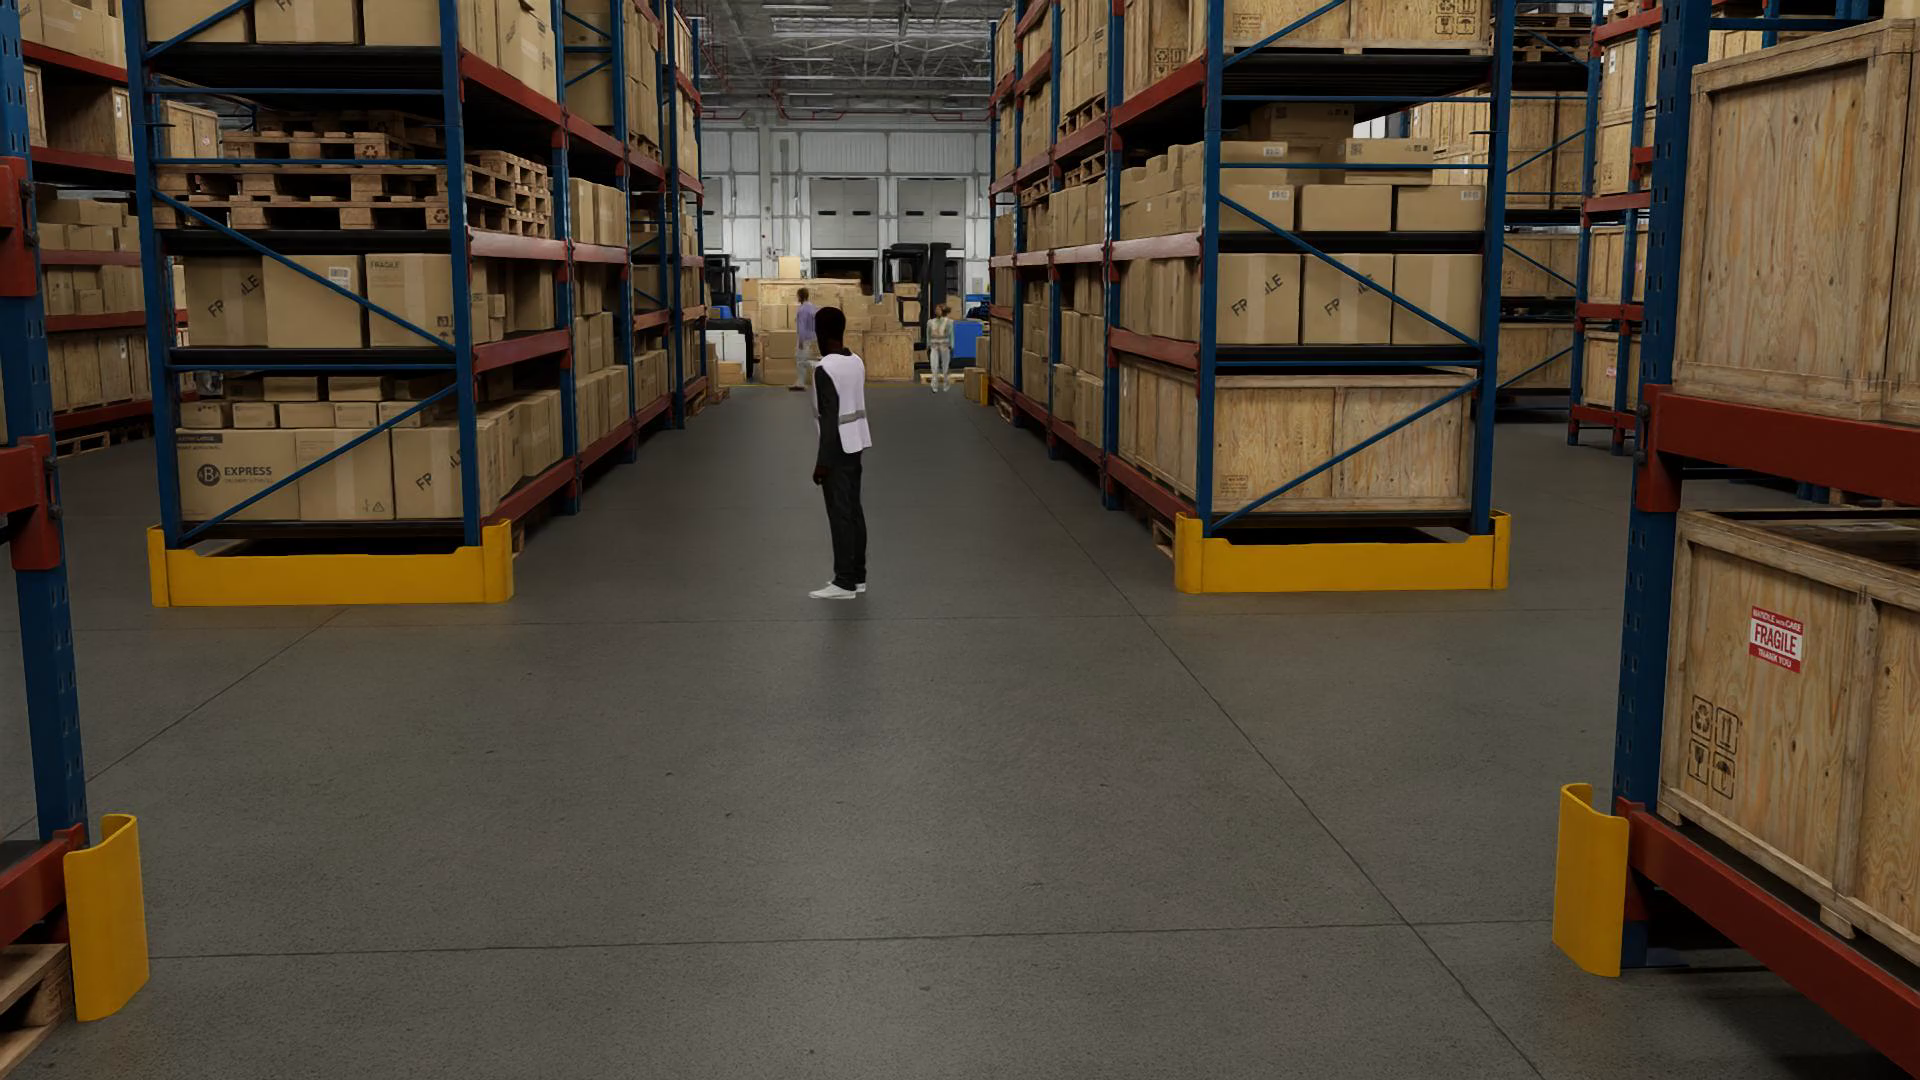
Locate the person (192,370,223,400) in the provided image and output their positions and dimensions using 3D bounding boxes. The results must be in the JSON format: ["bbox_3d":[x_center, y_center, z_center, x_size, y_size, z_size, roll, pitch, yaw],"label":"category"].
[{"bbox_3d":[-9.260,-2.109,20.432,0.603,1.967,0.366,8,12,41],"label":"person"}]

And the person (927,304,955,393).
[{"bbox_3d":[-0.338,-3.474,30.134,0.524,1.606,0.829,1,9,9],"label":"person"}]

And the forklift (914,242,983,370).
[{"bbox_3d":[-0.455,-5.164,36.755,1.873,2.768,1.129,-1,9,-4],"label":"forklift"}]

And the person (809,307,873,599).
[{"bbox_3d":[-0.786,-0.565,10.909,0.393,1.913,0.590,3,9,17],"label":"person"}]

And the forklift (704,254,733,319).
[{"bbox_3d":[-8.207,-8.253,56.154,1.129,2.768,1.873,1,9,9],"label":"forklift"}]

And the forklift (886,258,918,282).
[{"bbox_3d":[-1.592,-6.593,45.730,1.129,2.768,1.873,-1,9,-4],"label":"forklift"}]

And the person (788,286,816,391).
[{"bbox_3d":[-2.756,-3.640,30.199,0.716,1.917,0.636,1,9,4],"label":"person"}]
